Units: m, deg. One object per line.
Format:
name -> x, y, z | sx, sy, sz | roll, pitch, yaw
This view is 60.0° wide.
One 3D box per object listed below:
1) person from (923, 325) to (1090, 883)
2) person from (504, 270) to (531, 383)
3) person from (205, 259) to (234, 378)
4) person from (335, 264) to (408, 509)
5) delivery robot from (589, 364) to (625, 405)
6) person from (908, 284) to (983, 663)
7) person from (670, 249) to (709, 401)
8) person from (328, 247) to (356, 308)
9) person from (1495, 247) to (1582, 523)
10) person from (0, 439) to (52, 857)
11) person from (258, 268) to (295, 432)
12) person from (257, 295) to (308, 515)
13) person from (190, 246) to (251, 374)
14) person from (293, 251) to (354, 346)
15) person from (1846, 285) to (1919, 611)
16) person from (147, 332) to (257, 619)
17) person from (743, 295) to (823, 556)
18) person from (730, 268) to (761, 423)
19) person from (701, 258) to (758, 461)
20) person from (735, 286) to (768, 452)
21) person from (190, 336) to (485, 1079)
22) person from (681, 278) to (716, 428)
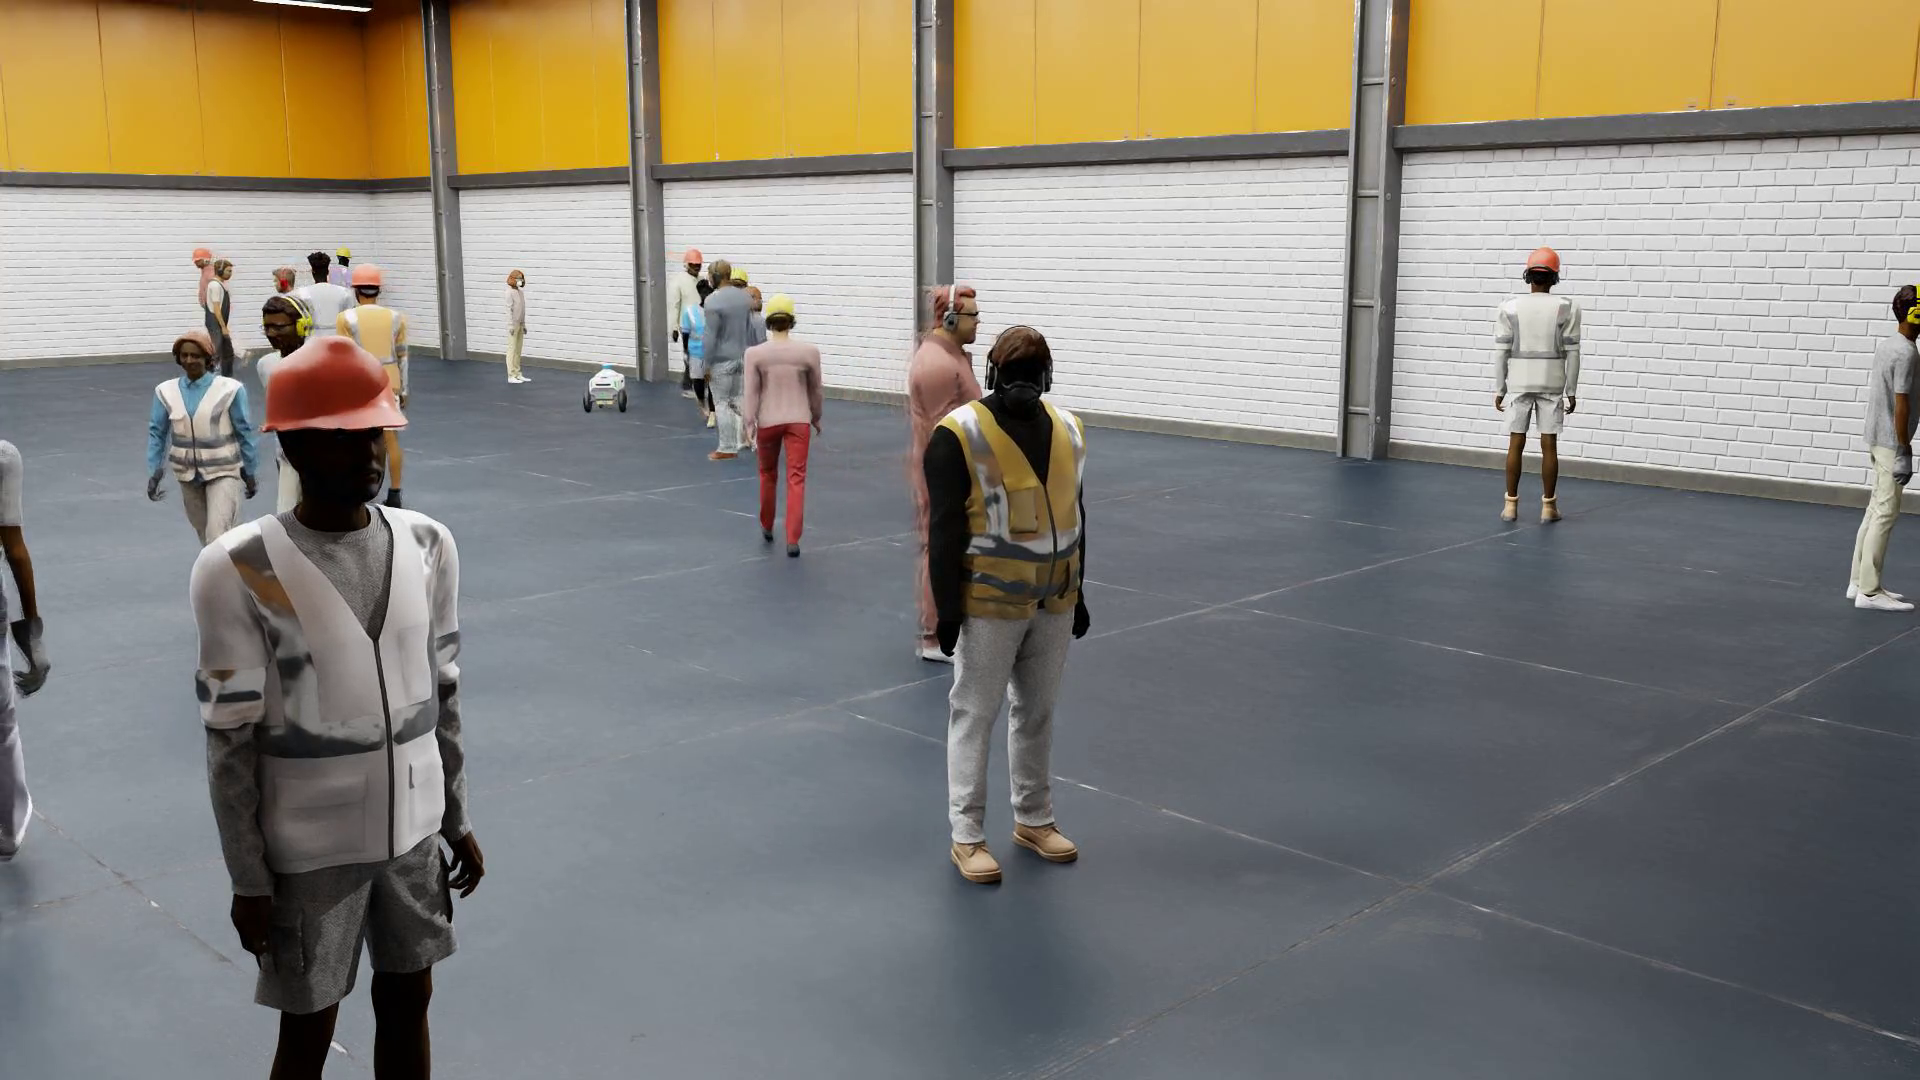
person -> 0.185, 0.208, 5.561 | 0.633, 1.839, 0.429 | -7, 12, -34
person -> -6.435, -3.098, 24.147 | 0.282, 1.633, 0.498 | 2, 11, 10
person -> -9.931, -2.827, 22.234 | 0.529, 1.807, 0.747 | -3, 11, -15
person -> -4.618, -1.188, 13.000 | 0.566, 1.899, 0.896 | -8, 13, -36
delivery robot -> -4.301, -1.897, 20.278 | 0.477, 0.478, 0.707 | 0, 11, -4
person -> -0.004, -0.310, 8.246 | 0.484, 1.892, 0.654 | 2, 11, 9
person -> -3.388, -2.780, 21.567 | 1.019, 1.938, 0.611 | 10, 14, 43
person -> -10.920, -4.222, 29.507 | 0.584, 1.919, 0.388 | 6, 12, 29
person -> 4.283, -1.144, 12.375 | 0.607, 2.044, 0.371 | 4, 11, 22
person -> -3.194, 0.274, 5.277 | 0.537, 1.808, 0.986 | -5, 12, -26
person -> -7.127, -2.024, 17.914 | 0.963, 1.791, 0.581 | 0, 10, -2
person -> -3.448, -0.413, 9.014 | 0.535, 1.835, 0.744 | 3, 11, 17
person -> -11.385, -3.516, 25.521 | 0.680, 1.966, 0.652 | -7, 12, -32
person -> -6.545, -1.986, 17.176 | 0.606, 1.967, 0.367 | -7, 12, -33
person -> 5.343, -0.525, 9.509 | 0.316, 1.862, 0.514 | 3, 11, 18
person -> -4.185, -0.331, 9.146 | 0.529, 1.596, 0.821 | 0, 10, 1
person -> -1.197, -0.788, 11.304 | 0.538, 1.726, 0.883 | -1, 10, -7
person -> -2.465, -2.166, 18.734 | 0.526, 1.762, 0.346 | 2, 11, 12
person -> -2.123, -1.673, 15.619 | 0.572, 1.920, 0.637 | 5, 12, 26
person -> -2.068, -1.692, 16.480 | 0.509, 1.632, 0.266 | 9, 14, 41
person -> -1.194, 0.571, 3.300 | 0.353, 1.942, 0.545 | 8, 13, 38
person -> -2.848, -2.111, 18.667 | 0.549, 1.663, 0.683 | -1, 10, -7
